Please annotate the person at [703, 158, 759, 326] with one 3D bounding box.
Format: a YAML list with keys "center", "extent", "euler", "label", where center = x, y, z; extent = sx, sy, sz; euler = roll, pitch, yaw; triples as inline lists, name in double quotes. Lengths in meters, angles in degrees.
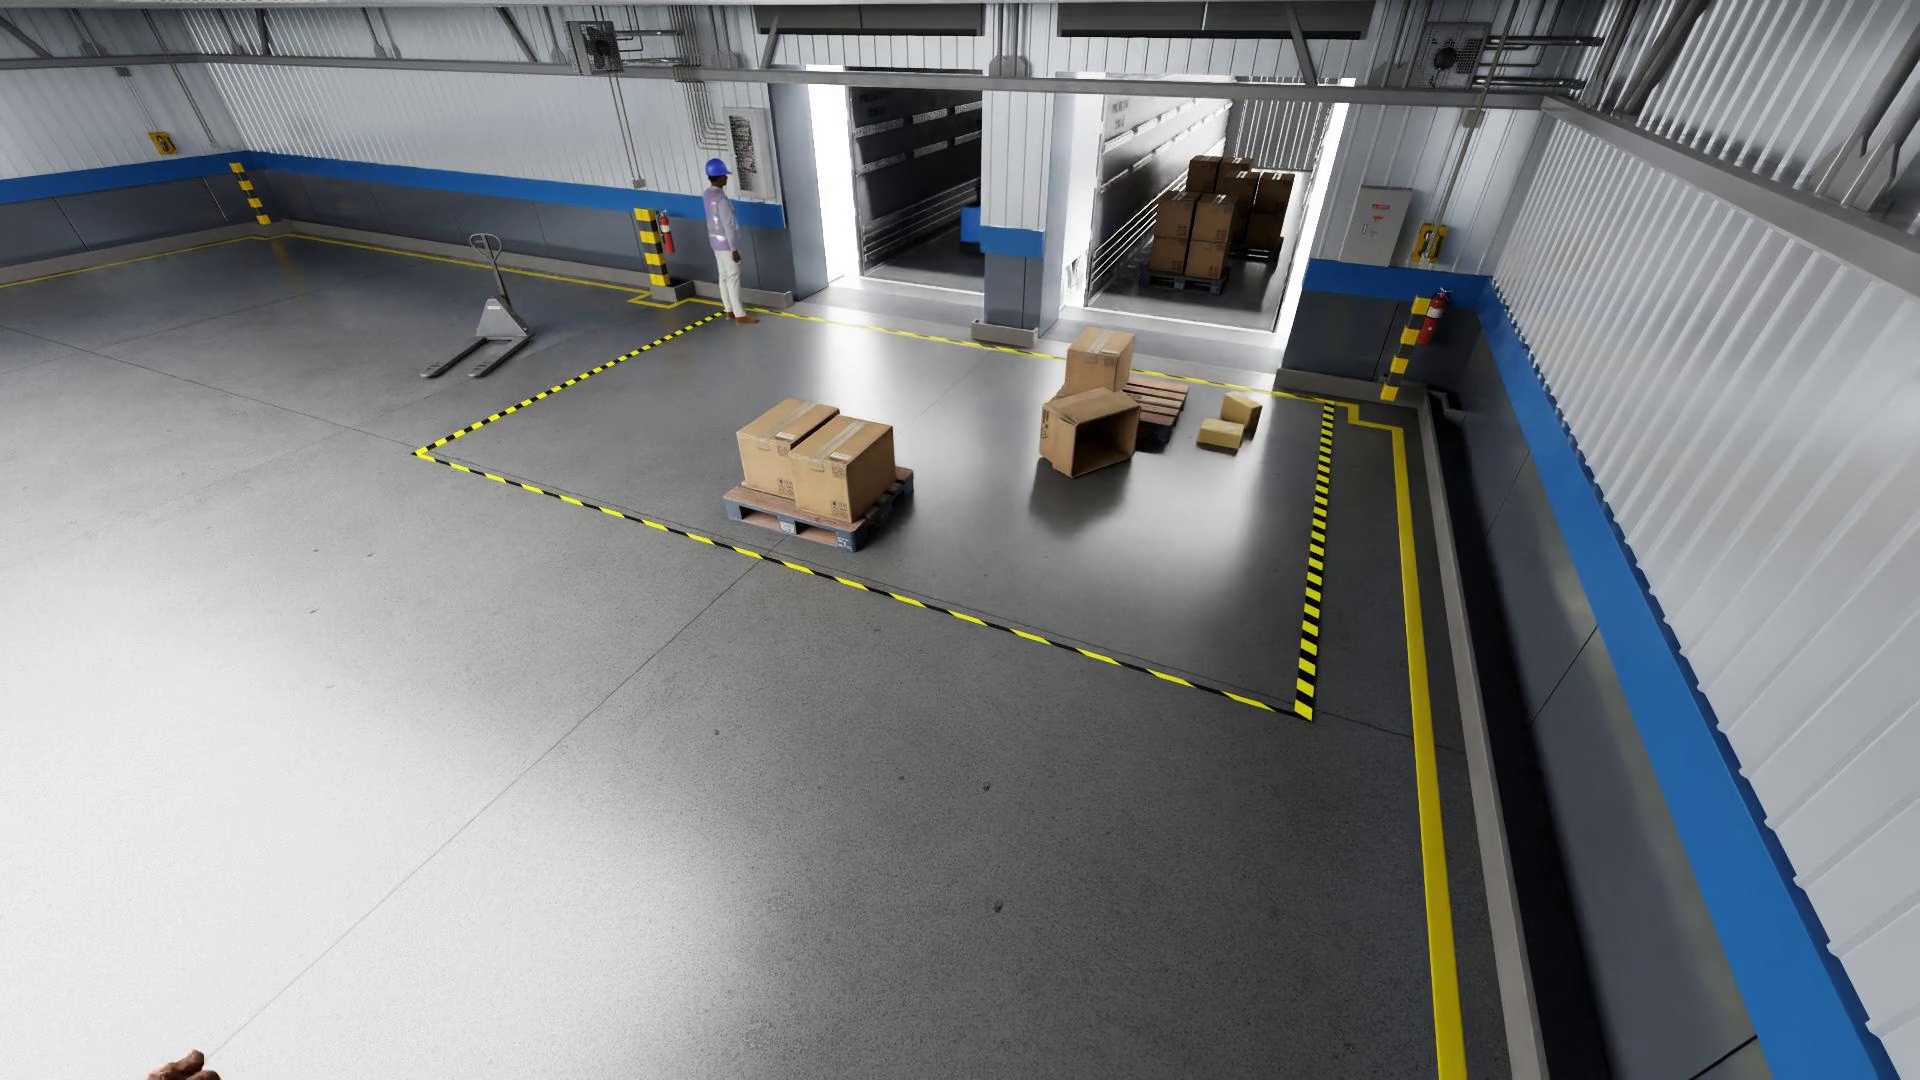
- center: [-2.932, -3.714, 9.223]
  extent: [0.402, 1.948, 0.603]
  euler: [-23, 41, -28]
  label: "person"

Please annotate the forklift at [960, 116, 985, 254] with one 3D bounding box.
- center: [0.501, -5.827, 12.107]
  extent: [0.716, 2.013, 0.776]
  euler: [15, 38, 20]
  label: "forklift"

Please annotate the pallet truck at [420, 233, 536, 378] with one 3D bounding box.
- center: [-5.664, -2.712, 8.427]
  extent: [0.680, 1.201, 1.601]
  euler: [0, 35, -1]
  label: "pallet truck"

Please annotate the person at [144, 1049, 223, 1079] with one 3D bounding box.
- center: [-1.664, 1.809, 1.751]
  extent: [0.535, 1.611, 0.626]
  euler: [17, 39, 23]
  label: "person"
